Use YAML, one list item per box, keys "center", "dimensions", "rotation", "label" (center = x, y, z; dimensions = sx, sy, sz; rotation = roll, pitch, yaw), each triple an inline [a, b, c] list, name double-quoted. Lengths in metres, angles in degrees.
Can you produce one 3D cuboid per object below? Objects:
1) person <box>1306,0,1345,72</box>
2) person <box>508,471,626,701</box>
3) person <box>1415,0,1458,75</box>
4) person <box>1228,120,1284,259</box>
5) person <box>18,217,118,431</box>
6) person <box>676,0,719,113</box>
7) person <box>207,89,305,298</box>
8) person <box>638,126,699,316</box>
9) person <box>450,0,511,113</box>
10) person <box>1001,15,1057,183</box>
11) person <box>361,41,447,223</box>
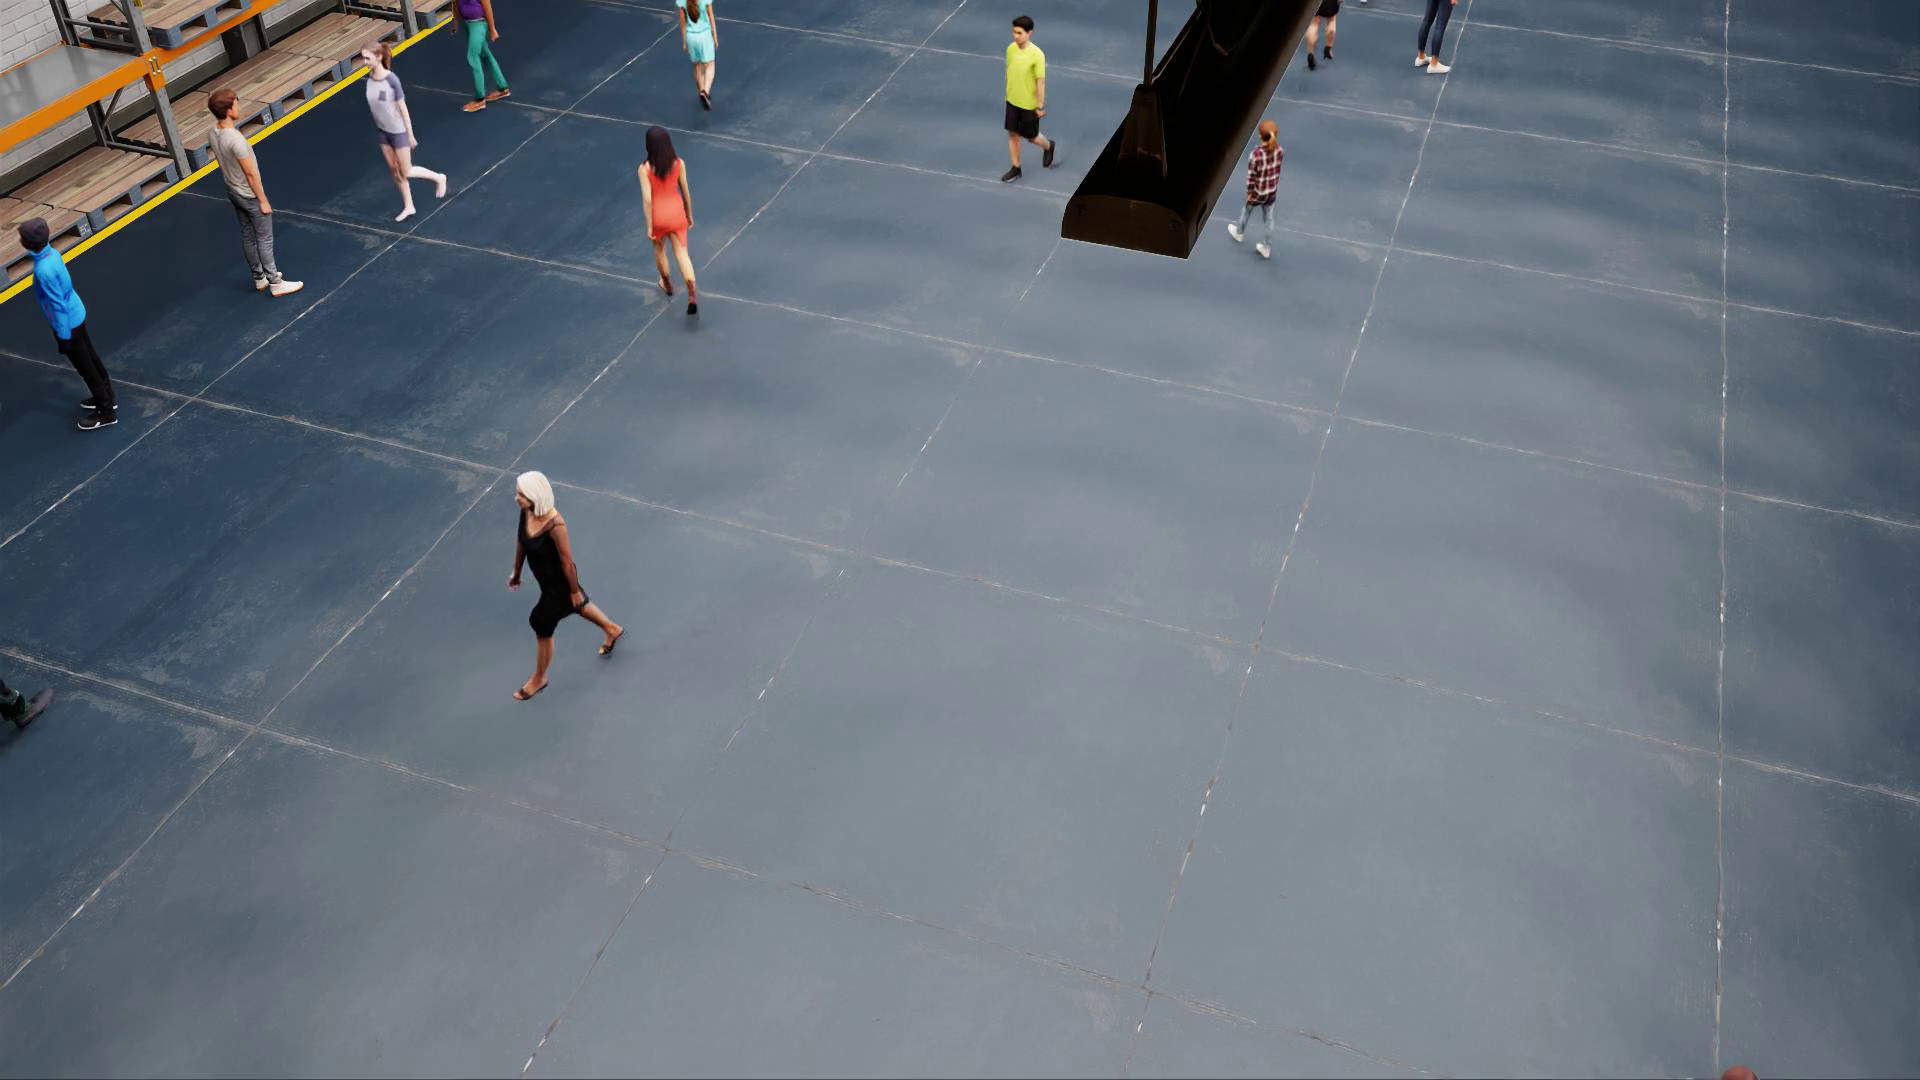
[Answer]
- center: [4.041, -6.078, 18.587]
  dimensions: [0.700, 1.698, 0.751]
  rotation: [16, 41, 19]
  label: "person"
- center: [-2.526, 0.225, 10.691]
  dimensions: [1.168, 1.702, 0.999]
  rotation: [-25, 45, -28]
  label: "person"
- center: [5.378, -6.145, 18.582]
  dimensions: [0.725, 1.809, 0.654]
  rotation: [-15, 41, -17]
  label: "person"
- center: [2.827, -3.206, 15.323]
  dimensions: [0.797, 1.283, 0.889]
  rotation: [-10, 40, -13]
  label: "person"
- center: [-6.983, -1.713, 13.048]
  dimensions: [0.756, 1.788, 0.682]
  rotation: [-13, 40, -16]
  label: "person"
- center: [-2.788, -5.331, 17.772]
  dimensions: [0.738, 1.548, 0.946]
  rotation: [-1, 39, -1]
  label: "person"
- center: [-6.280, -3.045, 14.634]
  dimensions: [0.725, 1.891, 0.671]
  rotation: [26, 45, 29]
  label: "person"
- center: [-2.508, -2.742, 14.412]
  dimensions: [1.069, 1.694, 1.113]
  rotation: [-17, 42, -20]
  label: "person"
- center: [-5.133, -5.561, 17.902]
  dimensions: [1.013, 1.745, 0.872]
  rotation: [-28, 47, -31]
  label: "person"
- center: [0.678, -4.398, 16.490]
  dimensions: [0.824, 1.690, 0.985]
  rotation: [29, 47, 32]
  label: "person"
- center: [-5.321, -3.917, 15.839]
  dimensions: [0.706, 1.750, 0.883]
  rotation: [20, 43, 24]
  label: "person"
